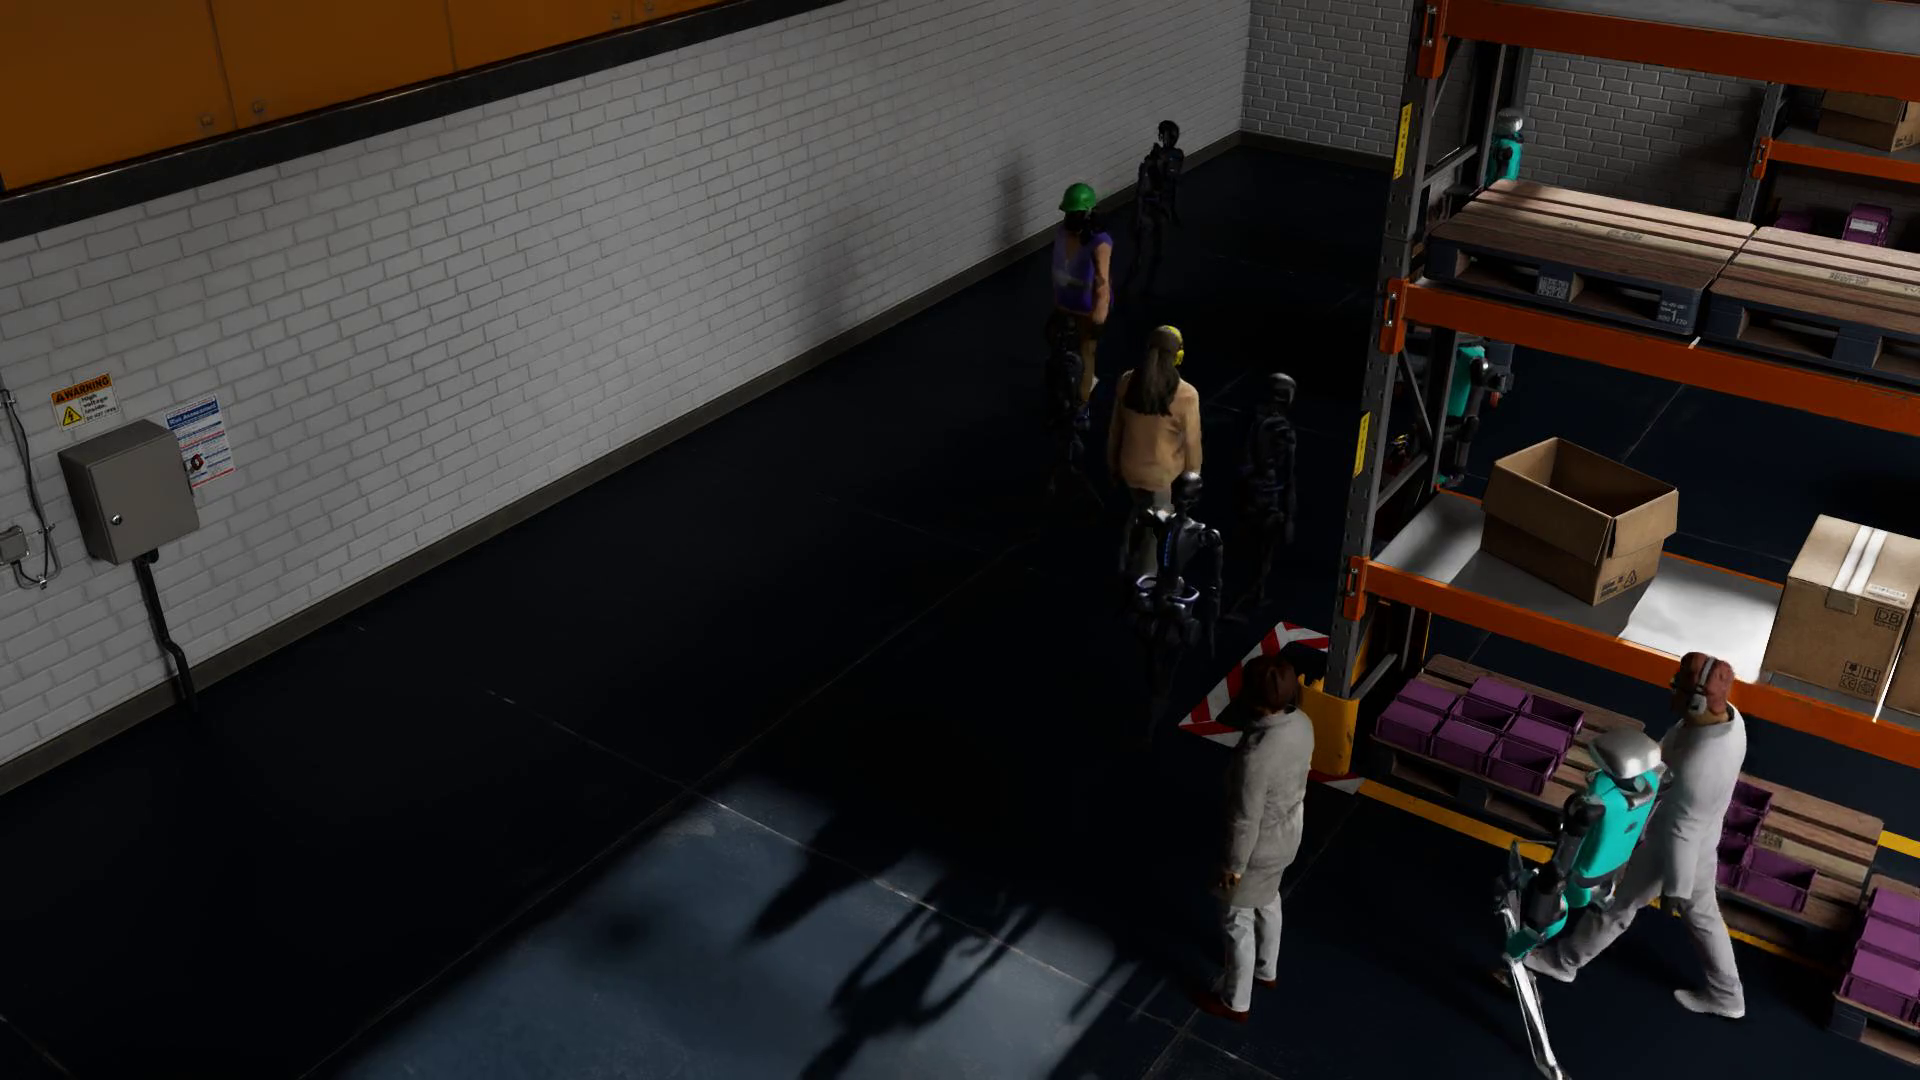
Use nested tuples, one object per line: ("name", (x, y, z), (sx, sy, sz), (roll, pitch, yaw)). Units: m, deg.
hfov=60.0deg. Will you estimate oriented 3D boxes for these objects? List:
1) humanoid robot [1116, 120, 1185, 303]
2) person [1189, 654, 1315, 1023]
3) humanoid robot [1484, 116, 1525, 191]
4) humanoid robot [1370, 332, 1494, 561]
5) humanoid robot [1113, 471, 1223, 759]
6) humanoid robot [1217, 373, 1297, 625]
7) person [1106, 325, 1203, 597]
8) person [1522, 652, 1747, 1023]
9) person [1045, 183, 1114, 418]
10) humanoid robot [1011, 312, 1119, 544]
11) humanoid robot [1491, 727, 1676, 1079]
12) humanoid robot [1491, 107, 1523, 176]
("humanoid robot", (1.686, -2.892, 14.656), (0.615, 1.644, 0.427), (-23, 37, -34))
("person", (1.296, 1.297, 7.242), (0.364, 1.823, 0.516), (20, 35, 30))
("humanoid robot", (4.412, -2.824, 14.493), (0.871, 1.803, 0.542), (14, 33, 23))
("humanoid robot", (2.840, -0.480, 10.514), (0.785, 1.888, 0.543), (-9, 31, -16))
("humanoid robot", (1.087, 0.405, 8.979), (0.608, 1.632, 0.724), (15, 33, 24))
("humanoid robot", (1.826, -0.241, 10.083), (0.621, 1.640, 0.610), (-12, 32, -19))
("person", (1.190, -0.439, 10.214), (0.560, 1.863, 0.452), (21, 36, 32))
("person", (3.100, 1.296, 7.215), (1.013, 1.856, 0.666), (20, 35, 30))
("person", (0.900, -1.746, 12.426), (0.461, 1.916, 0.540), (-26, 39, -37))
("humanoid robot", (0.717, -0.741, 10.970), (0.789, 1.633, 0.609), (-5, 30, -9))
("humanoid robot", (2.483, 1.438, 7.092), (0.545, 1.786, 0.868), (-16, 33, -25))
("humanoid robot", (4.920, -2.860, 14.553), (0.735, 1.801, 0.530), (5, 30, 9))
